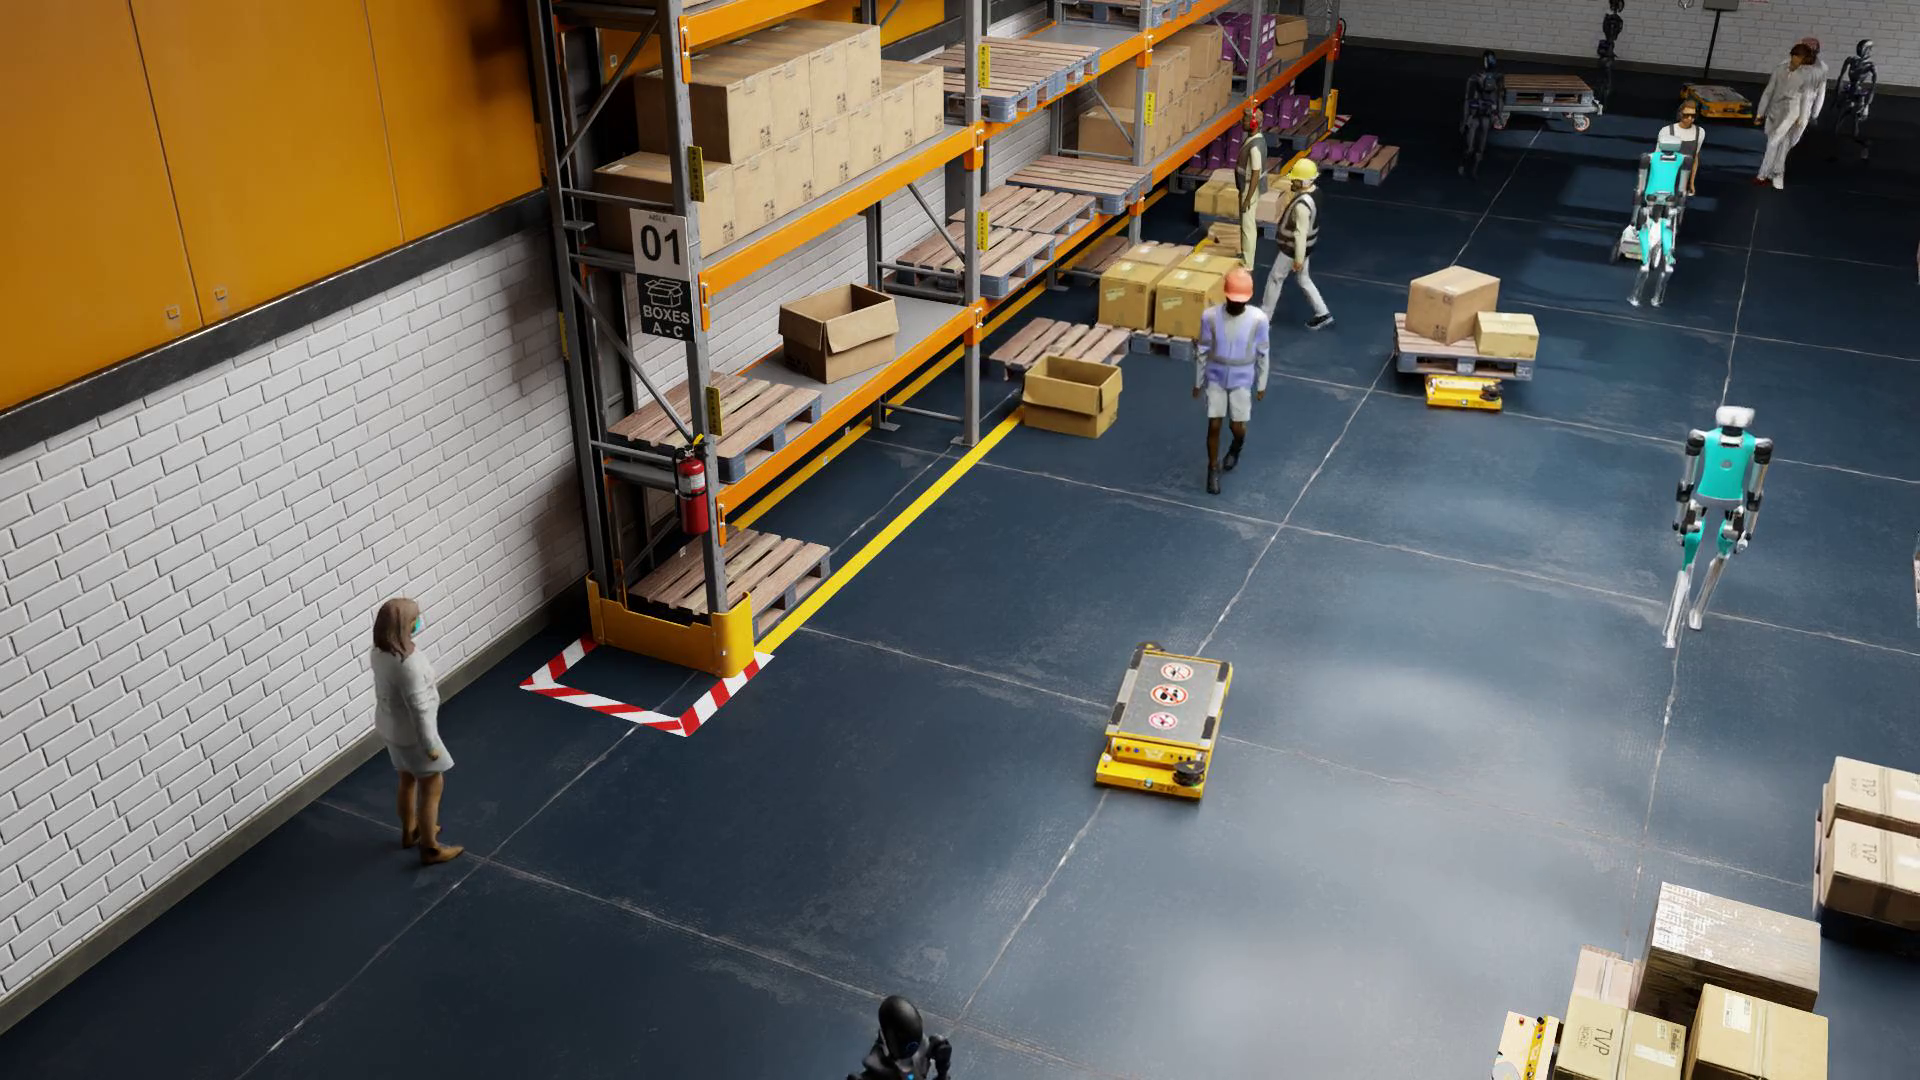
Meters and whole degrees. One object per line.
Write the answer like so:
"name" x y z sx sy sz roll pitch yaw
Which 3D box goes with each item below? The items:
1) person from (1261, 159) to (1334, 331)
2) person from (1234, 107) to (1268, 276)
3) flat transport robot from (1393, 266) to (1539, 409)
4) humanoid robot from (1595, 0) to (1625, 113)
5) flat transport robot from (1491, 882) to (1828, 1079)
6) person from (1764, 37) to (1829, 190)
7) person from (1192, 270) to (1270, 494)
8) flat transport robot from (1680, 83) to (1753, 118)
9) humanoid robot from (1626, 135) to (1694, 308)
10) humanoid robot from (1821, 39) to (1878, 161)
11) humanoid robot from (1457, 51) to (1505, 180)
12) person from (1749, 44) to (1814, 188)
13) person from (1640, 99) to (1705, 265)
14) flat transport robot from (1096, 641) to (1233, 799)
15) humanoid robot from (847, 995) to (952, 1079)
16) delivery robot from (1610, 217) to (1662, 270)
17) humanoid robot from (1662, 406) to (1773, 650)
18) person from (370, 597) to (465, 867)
"person" 3.363 -2.936 16.569 0.854 1.783 0.586 13 31 22
"person" 3.144 -3.780 18.076 0.390 1.846 0.564 2 28 3
"flat transport robot" 4.711 -1.609 15.711 0.659 0.231 1.431 5 29 9
"humanoid robot" 9.597 -7.144 24.494 0.412 1.660 0.601 9 30 17
"flat transport robot" 3.262 2.645 7.824 1.431 0.231 0.659 13 31 22
"person" 10.639 -5.510 21.268 0.654 1.871 0.901 3 29 6
"person" 2.183 -1.312 13.431 0.590 1.911 0.586 7 29 12
"flat transport robot" 11.339 -6.583 24.935 0.659 0.231 1.431 3 28 6
"humanoid robot" 7.219 -3.253 17.160 0.535 1.738 0.705 4 29 8
"humanoid robot" 11.968 -5.869 22.139 0.607 1.622 0.595 -13 31 -23
"humanoid robot" 6.705 -5.451 21.358 0.600 1.647 0.338 -5 29 -10
"person" 10.355 -5.357 21.048 0.644 1.807 0.484 -15 32 -26
"person" 7.891 -3.955 18.402 0.517 1.844 0.332 -1 28 -2
"flat transport robot" 1.330 1.126 10.641 0.659 0.231 1.431 8 29 14
"humanoid robot" -0.327 2.433 6.730 0.613 1.640 0.503 -19 34 -31
"delivery robot" 7.680 -3.389 18.711 0.499 0.595 0.783 17 33 29
"humanoid robot" 5.179 -0.140 11.467 0.553 1.811 0.776 11 30 20
"person" -3.071 1.059 9.302 0.351 1.652 0.525 -24 37 -37
